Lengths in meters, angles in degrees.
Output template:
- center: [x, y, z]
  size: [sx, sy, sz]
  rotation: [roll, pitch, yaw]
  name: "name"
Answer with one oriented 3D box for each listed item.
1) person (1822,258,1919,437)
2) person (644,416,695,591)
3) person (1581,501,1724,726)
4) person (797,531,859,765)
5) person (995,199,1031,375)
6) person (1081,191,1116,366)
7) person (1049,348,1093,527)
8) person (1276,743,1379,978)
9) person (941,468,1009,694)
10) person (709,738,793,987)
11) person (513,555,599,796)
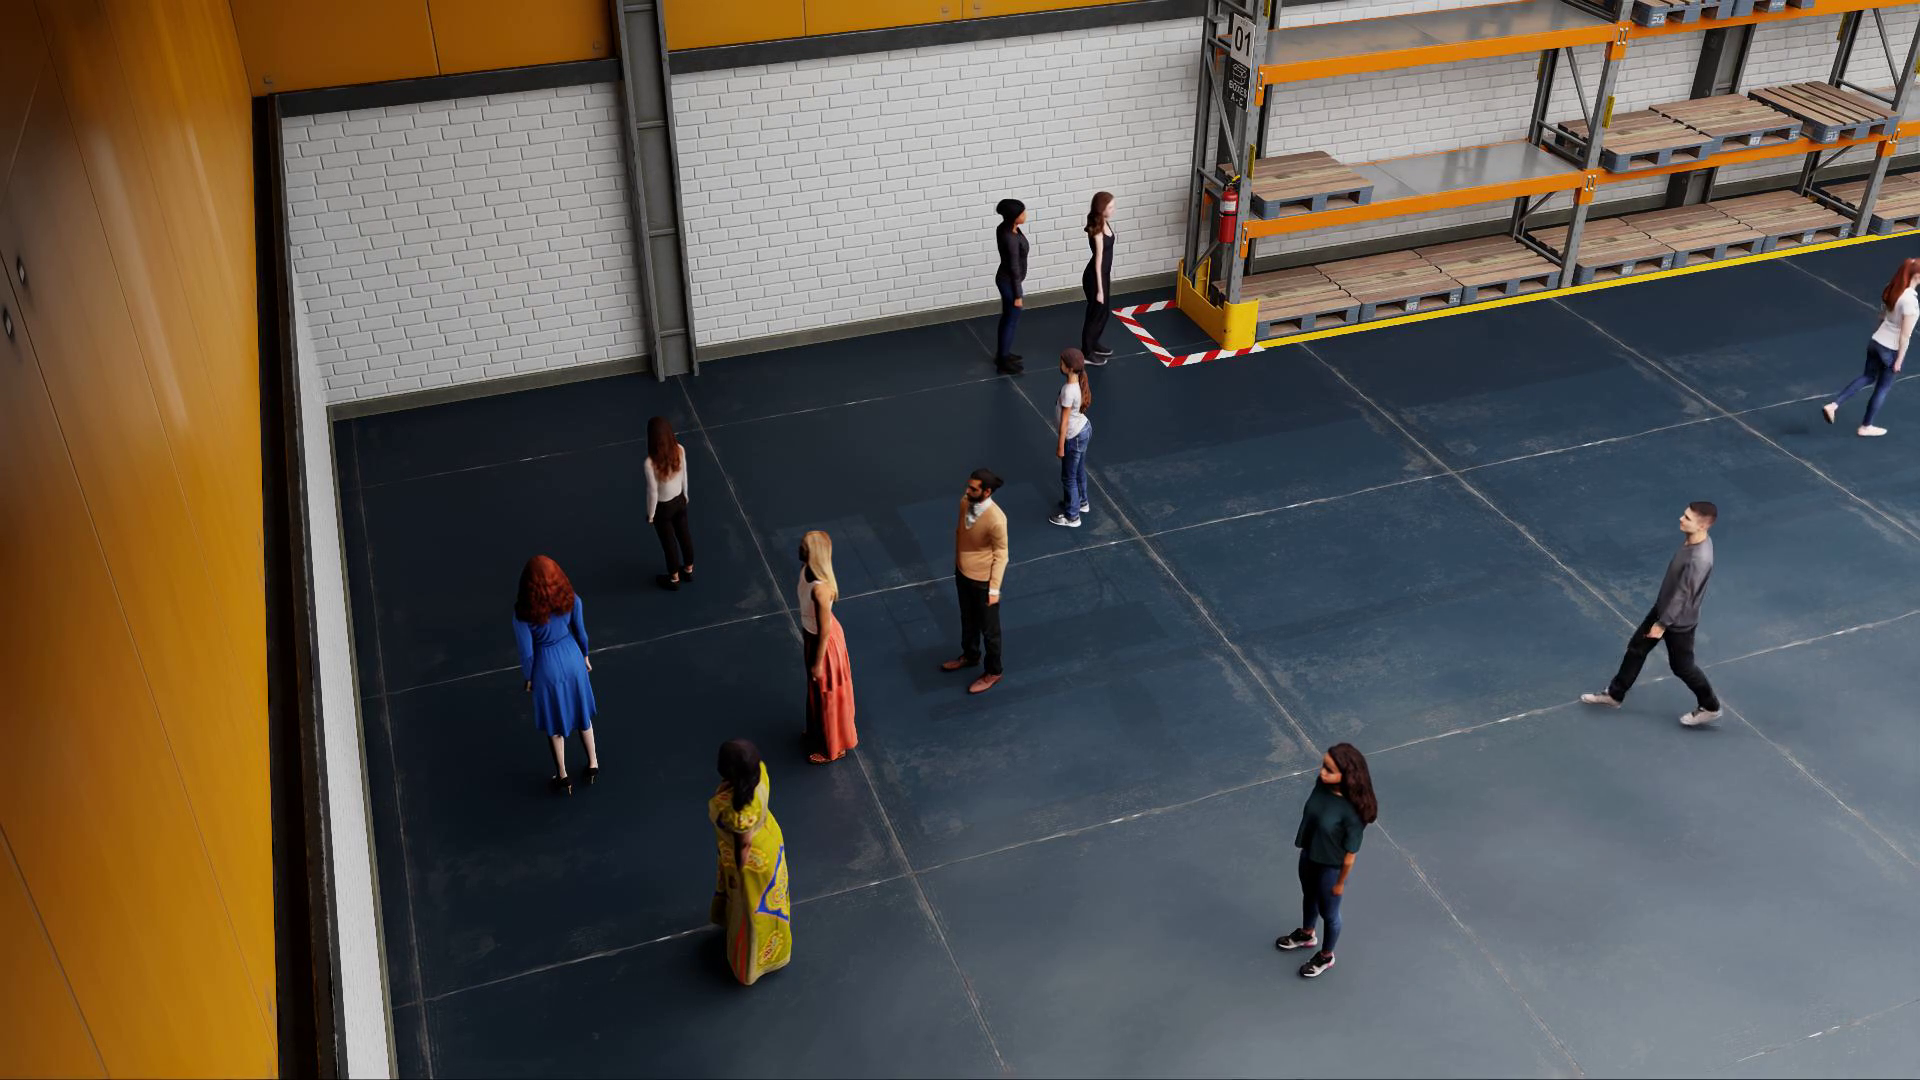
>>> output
- center: [8.058, -1.675, 14.612]
  size: [0.913, 1.727, 0.693]
  rotation: [-4, 34, -7]
  name: "person"
- center: [-2.225, -0.284, 12.739]
  size: [0.679, 1.484, 0.568]
  rotation: [27, 42, 34]
  name: "person"
- center: [4.948, 0.541, 11.280]
  size: [1.238, 1.725, 1.007]
  rotation: [5, 34, 8]
  name: "person"
- center: [-0.905, 0.694, 10.980]
  size: [0.617, 1.802, 0.655]
  rotation: [-7, 34, -10]
  name: "person"
- center: [0.459, -2.390, 15.671]
  size: [0.606, 1.746, 0.665]
  rotation: [-4, 34, -6]
  name: "person"
- center: [1.296, -2.501, 15.843]
  size: [0.702, 1.740, 0.682]
  rotation: [7, 34, 10]
  name: "person"
- center: [0.924, -0.858, 13.534]
  size: [0.669, 1.561, 0.616]
  rotation: [12, 36, 18]
  name: "person"
- center: [2.097, 1.804, 9.476]
  size: [0.592, 1.617, 0.598]
  rotation: [-13, 36, -19]
  name: "person"
- center: [0.140, 0.250, 11.692]
  size: [0.693, 1.754, 0.721]
  rotation: [-22, 40, -30]
  name: "person"
- center: [-1.201, 1.773, 9.485]
  size: [0.960, 1.660, 0.978]
  rotation: [2, 34, 3]
  name: "person"
- center: [-2.579, 0.877, 10.681]
  size: [0.566, 1.829, 0.712]
  rotation: [-19, 38, -26]
  name: "person"
